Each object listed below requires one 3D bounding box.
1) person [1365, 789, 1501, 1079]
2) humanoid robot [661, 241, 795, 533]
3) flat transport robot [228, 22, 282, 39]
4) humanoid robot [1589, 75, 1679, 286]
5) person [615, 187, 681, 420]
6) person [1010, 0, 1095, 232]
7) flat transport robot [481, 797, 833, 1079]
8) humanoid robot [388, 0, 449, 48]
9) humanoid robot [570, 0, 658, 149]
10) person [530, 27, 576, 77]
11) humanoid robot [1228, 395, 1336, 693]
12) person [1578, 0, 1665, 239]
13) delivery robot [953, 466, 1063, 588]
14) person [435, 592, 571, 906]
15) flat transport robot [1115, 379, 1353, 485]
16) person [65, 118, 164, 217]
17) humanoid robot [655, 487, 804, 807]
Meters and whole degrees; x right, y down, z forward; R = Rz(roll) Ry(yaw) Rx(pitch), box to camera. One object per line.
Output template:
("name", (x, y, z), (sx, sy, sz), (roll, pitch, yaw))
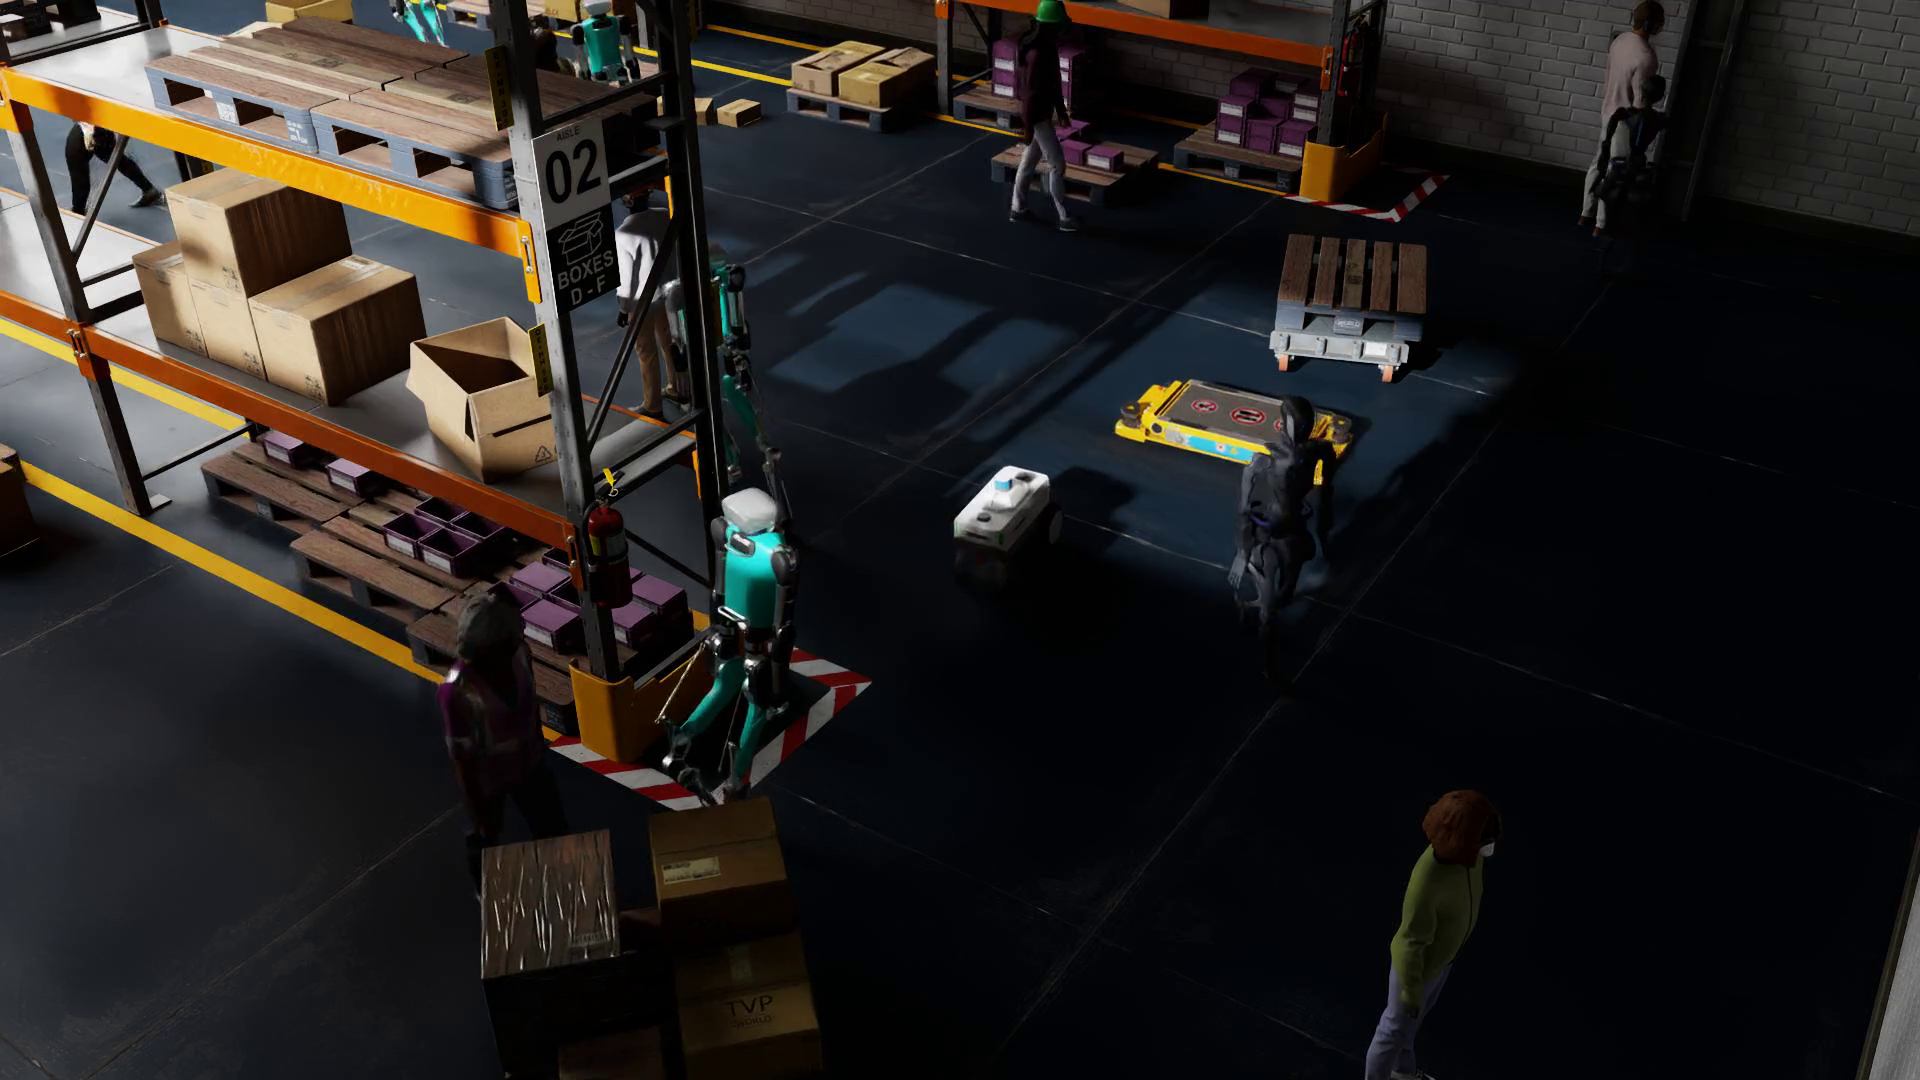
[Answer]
("person", (1.762, 1.566, 6.211), (0.284, 1.633, 0.498), (24, 40, 32))
("humanoid robot", (-1.280, -0.814, 9.804), (0.536, 1.779, 0.946), (-25, 40, -33))
("flat transport robot", (-6.510, -3.998, 16.018), (1.431, 0.231, 0.659), (7, 34, 10))
("humanoid robot", (5.178, -2.772, 12.839), (0.584, 1.654, 0.325), (17, 37, 25))
("person", (-2.078, -1.636, 11.025), (0.324, 1.751, 0.561), (19, 37, 26))
("person", (0.810, -3.487, 13.716), (0.874, 1.917, 0.526), (8, 34, 12))
("flat transport robot", (-1.165, 2.091, 6.659), (0.659, 0.231, 1.431), (-7, 34, -11))
("humanoid robot", (-5.459, -5.380, 16.837), (0.530, 1.821, 0.745), (-24, 40, -32))
("humanoid robot", (-2.901, -3.691, 14.207), (0.553, 1.758, 0.924), (-18, 37, -26))
("person", (-3.305, -3.233, 13.421), (0.538, 1.828, 0.630), (23, 39, 31))
("humanoid robot", (1.633, -0.039, 8.681), (0.583, 1.647, 0.707), (-12, 35, -17))
("person", (5.447, -3.442, 13.635), (0.373, 1.940, 0.629), (-4, 33, -5))
("delivery robot", (0.266, -0.129, 9.823), (0.499, 0.609, 0.784), (15, 36, 22))
("person", (-1.830, 0.999, 6.926), (0.939, 1.808, 0.559), (21, 39, 29))
("flat transport robot", (1.816, -0.741, 11.012), (1.431, 0.231, 0.659), (17, 37, 24))
("person", (-7.354, -3.526, 13.979), (0.888, 1.697, 0.779), (-13, 35, -19))
("humanoid robot", (-1.085, 0.708, 7.520), (0.538, 1.850, 0.809), (27, 42, 35))
